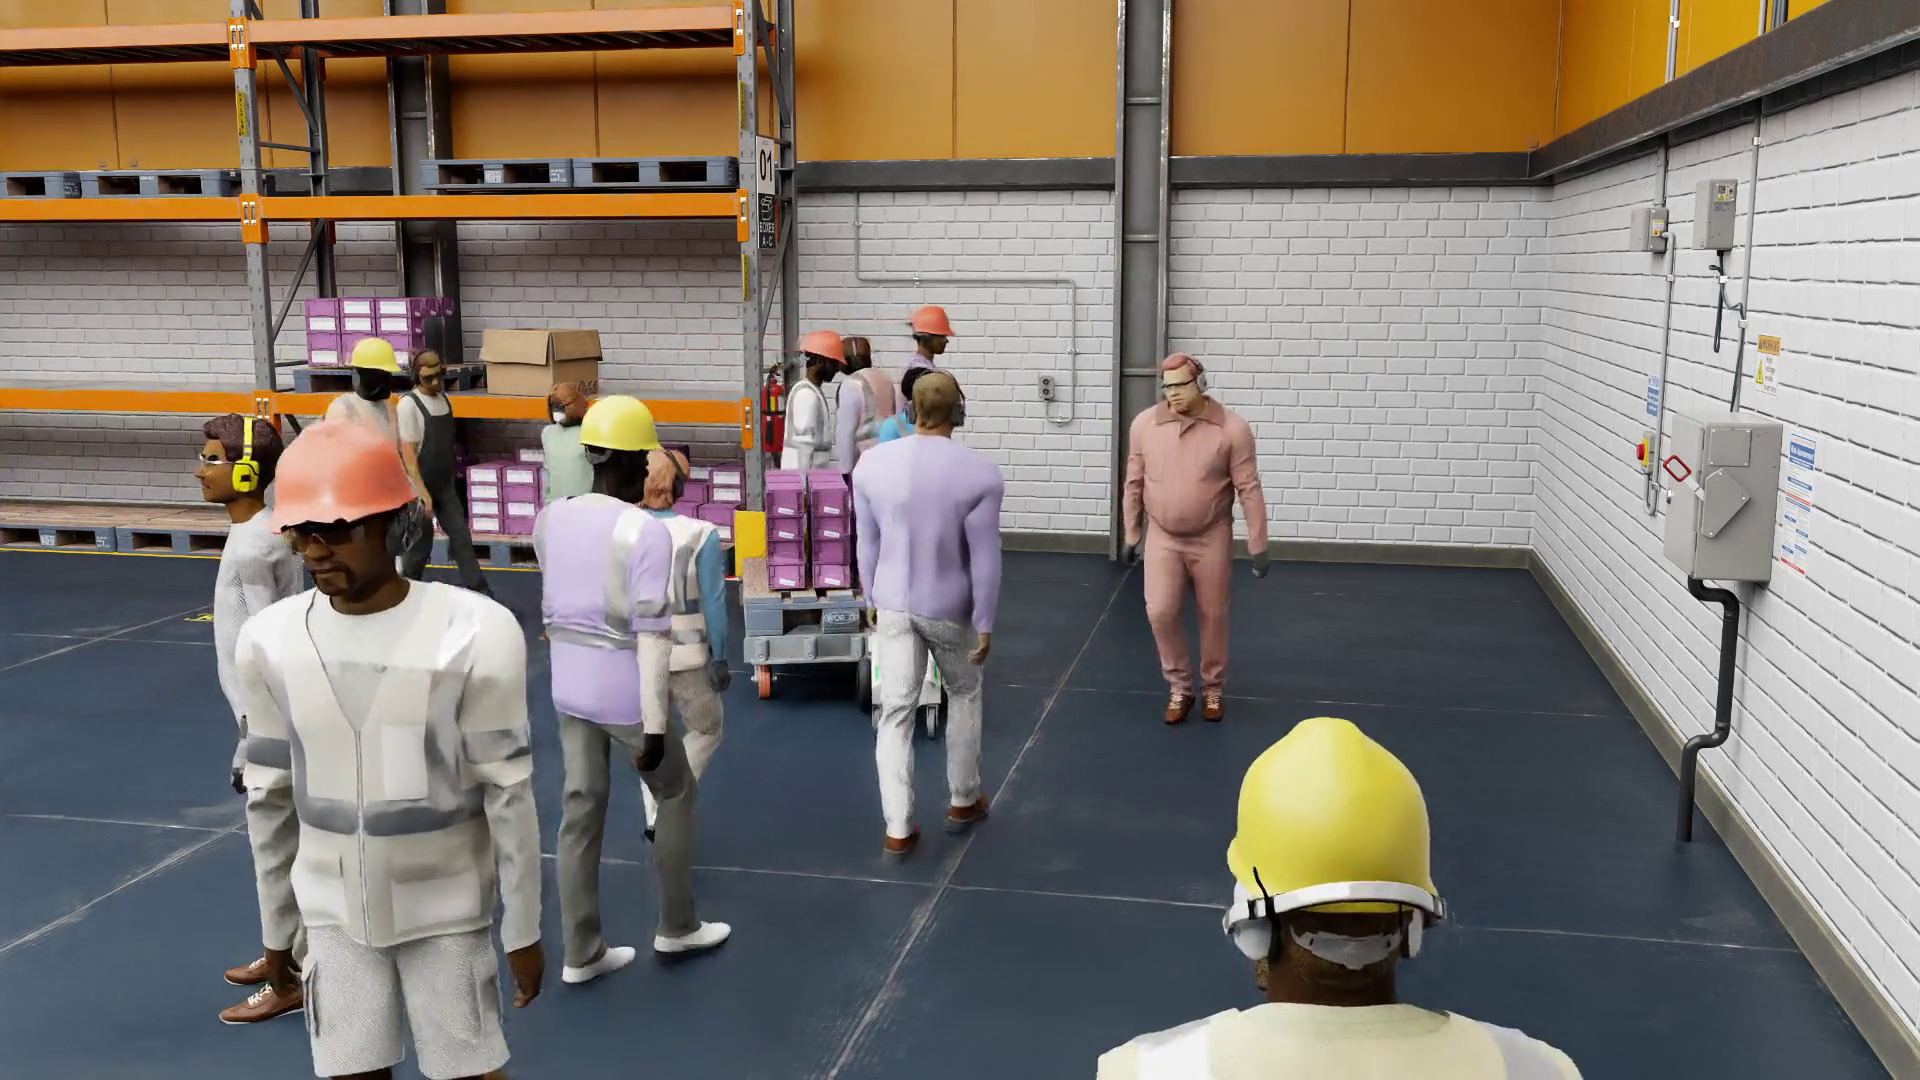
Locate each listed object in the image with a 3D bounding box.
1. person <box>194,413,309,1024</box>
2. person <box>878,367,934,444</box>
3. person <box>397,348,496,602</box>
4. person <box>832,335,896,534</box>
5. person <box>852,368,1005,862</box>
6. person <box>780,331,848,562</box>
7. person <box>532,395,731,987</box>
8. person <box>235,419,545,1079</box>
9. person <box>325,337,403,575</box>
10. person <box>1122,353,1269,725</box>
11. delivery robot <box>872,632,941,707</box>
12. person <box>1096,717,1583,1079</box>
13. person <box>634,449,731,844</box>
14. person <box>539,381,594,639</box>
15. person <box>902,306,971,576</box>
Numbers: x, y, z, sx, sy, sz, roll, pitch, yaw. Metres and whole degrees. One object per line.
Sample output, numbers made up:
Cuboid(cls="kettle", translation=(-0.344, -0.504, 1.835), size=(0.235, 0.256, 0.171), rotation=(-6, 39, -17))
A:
Cuboid(cls="person", translation=(-2.172, 0.543, 5.136), size=(0.328, 1.877, 0.513), rotation=(-3, 10, -19))
Cuboid(cls="person", translation=(-0.250, -0.239, 10.395), size=(0.665, 1.673, 0.565), rotation=(8, 13, 41))
Cuboid(cls="person", translation=(-3.311, -0.325, 10.602), size=(0.801, 1.791, 0.590), rotation=(3, 10, 19))
Cuboid(cls="person", translation=(-0.632, -0.515, 11.654), size=(0.509, 1.829, 0.693), rotation=(5, 11, 26))
Cuboid(cls="person", translation=(-0.099, 0.274, 6.654), size=(0.633, 1.908, 0.817), rotation=(2, 10, 14))
Cuboid(cls="person", translation=(-1.059, -0.398, 10.745), size=(0.688, 1.904, 0.598), rotation=(0, 9, 2))
Cuboid(cls="person", translation=(-1.075, 0.478, 5.455), size=(0.588, 1.904, 0.722), rotation=(5, 11, 30))
Cuboid(cls="person", translation=(-1.160, 0.736, 3.523), size=(0.633, 2.024, 0.696), rotation=(1, 9, 4))
Cuboid(cls="person", translation=(-3.518, -0.224, 9.656), size=(0.706, 1.908, 0.615), rotation=(3, 10, 18))
Cuboid(cls="person", translation=(1.176, 0.005, 8.352), size=(0.784, 1.874, 0.608), rotation=(3, 10, 18))
Cuboid(cls="delivery robot", translation=(-0.274, 0.618, 8.368), size=(0.477, 0.478, 0.707), rotation=(0, 9, -3))
Cuboid(cls="person", translation=(0.411, 1.091, 2.000), size=(0.620, 1.810, 0.654), rotation=(0, 9, 1))
Cuboid(cls="person", translation=(-1.136, 0.461, 6.347), size=(0.531, 1.625, 0.437), rotation=(3, 10, 16))
Cuboid(cls="person", translation=(-2.373, -0.206, 10.456), size=(0.518, 1.608, 0.646), rotation=(5, 11, 28))
Cuboid(cls="person", translation=(-0.146, -0.632, 11.759), size=(0.545, 2.025, 0.631), rotation=(0, 9, 3))
